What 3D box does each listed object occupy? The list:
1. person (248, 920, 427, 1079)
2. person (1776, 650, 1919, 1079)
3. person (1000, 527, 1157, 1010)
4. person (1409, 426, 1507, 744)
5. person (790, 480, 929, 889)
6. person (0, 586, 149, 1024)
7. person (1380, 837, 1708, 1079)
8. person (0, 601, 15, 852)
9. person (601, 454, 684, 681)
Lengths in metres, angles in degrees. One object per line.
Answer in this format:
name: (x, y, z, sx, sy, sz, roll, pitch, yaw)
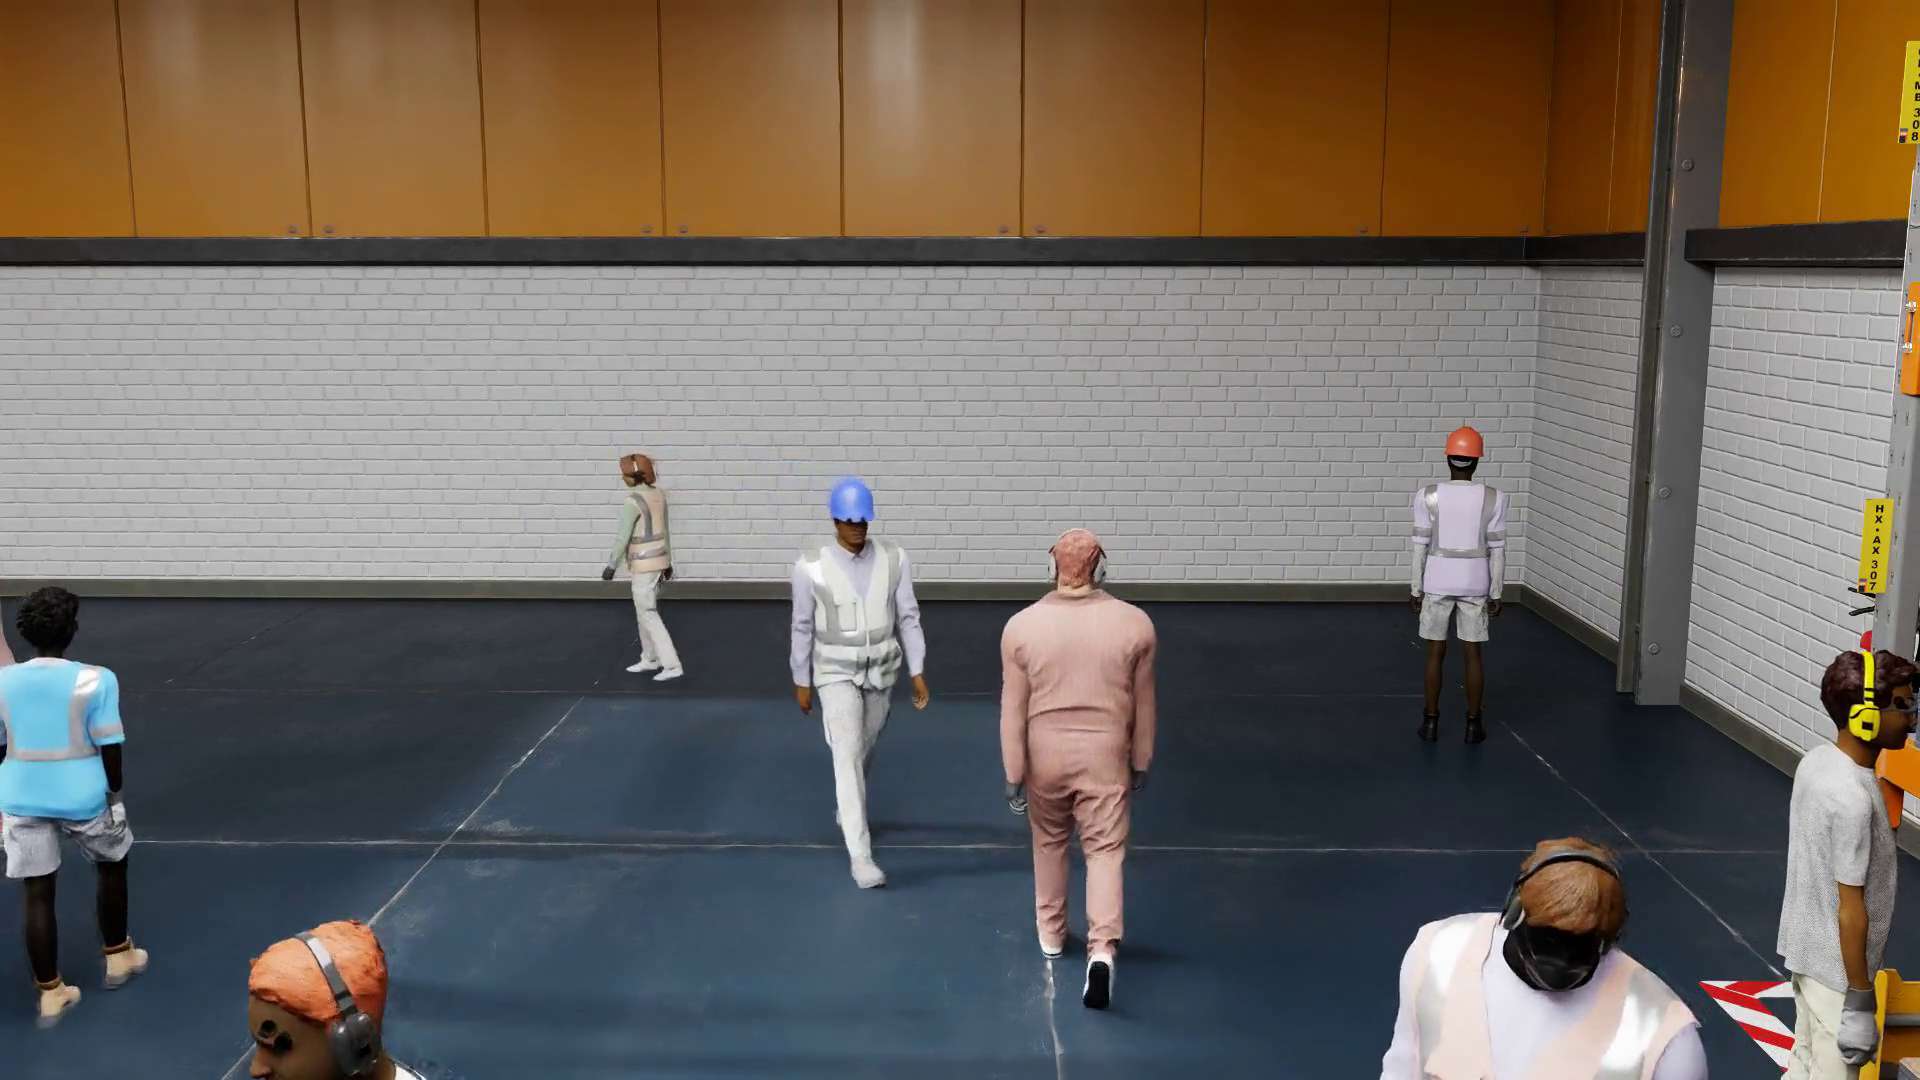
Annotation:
person: (-1.016, 1.542, 2.800, 0.885, 1.846, 0.589, -8, 13, -41)
person: (2.482, 1.220, 4.677, 0.328, 1.872, 0.513, 2, 10, 14)
person: (0.479, 0.889, 6.691, 0.631, 1.873, 0.888, 1, 10, 4)
person: (3.021, 0.276, 10.125, 0.553, 1.935, 0.364, 3, 10, 15)
person: (-0.502, 0.641, 8.082, 0.606, 1.900, 0.992, -4, 10, -24)
person: (-3.513, 0.999, 6.560, 0.552, 1.669, 0.679, -1, 10, -7)
person: (1.153, 1.455, 3.456, 0.672, 1.810, 0.484, 8, 12, 38)
person: (-4.868, 0.674, 8.254, 0.319, 1.769, 0.523, -7, 12, -35)
person: (-2.170, 0.197, 11.575, 0.542, 1.614, 0.536, 2, 10, 14)
